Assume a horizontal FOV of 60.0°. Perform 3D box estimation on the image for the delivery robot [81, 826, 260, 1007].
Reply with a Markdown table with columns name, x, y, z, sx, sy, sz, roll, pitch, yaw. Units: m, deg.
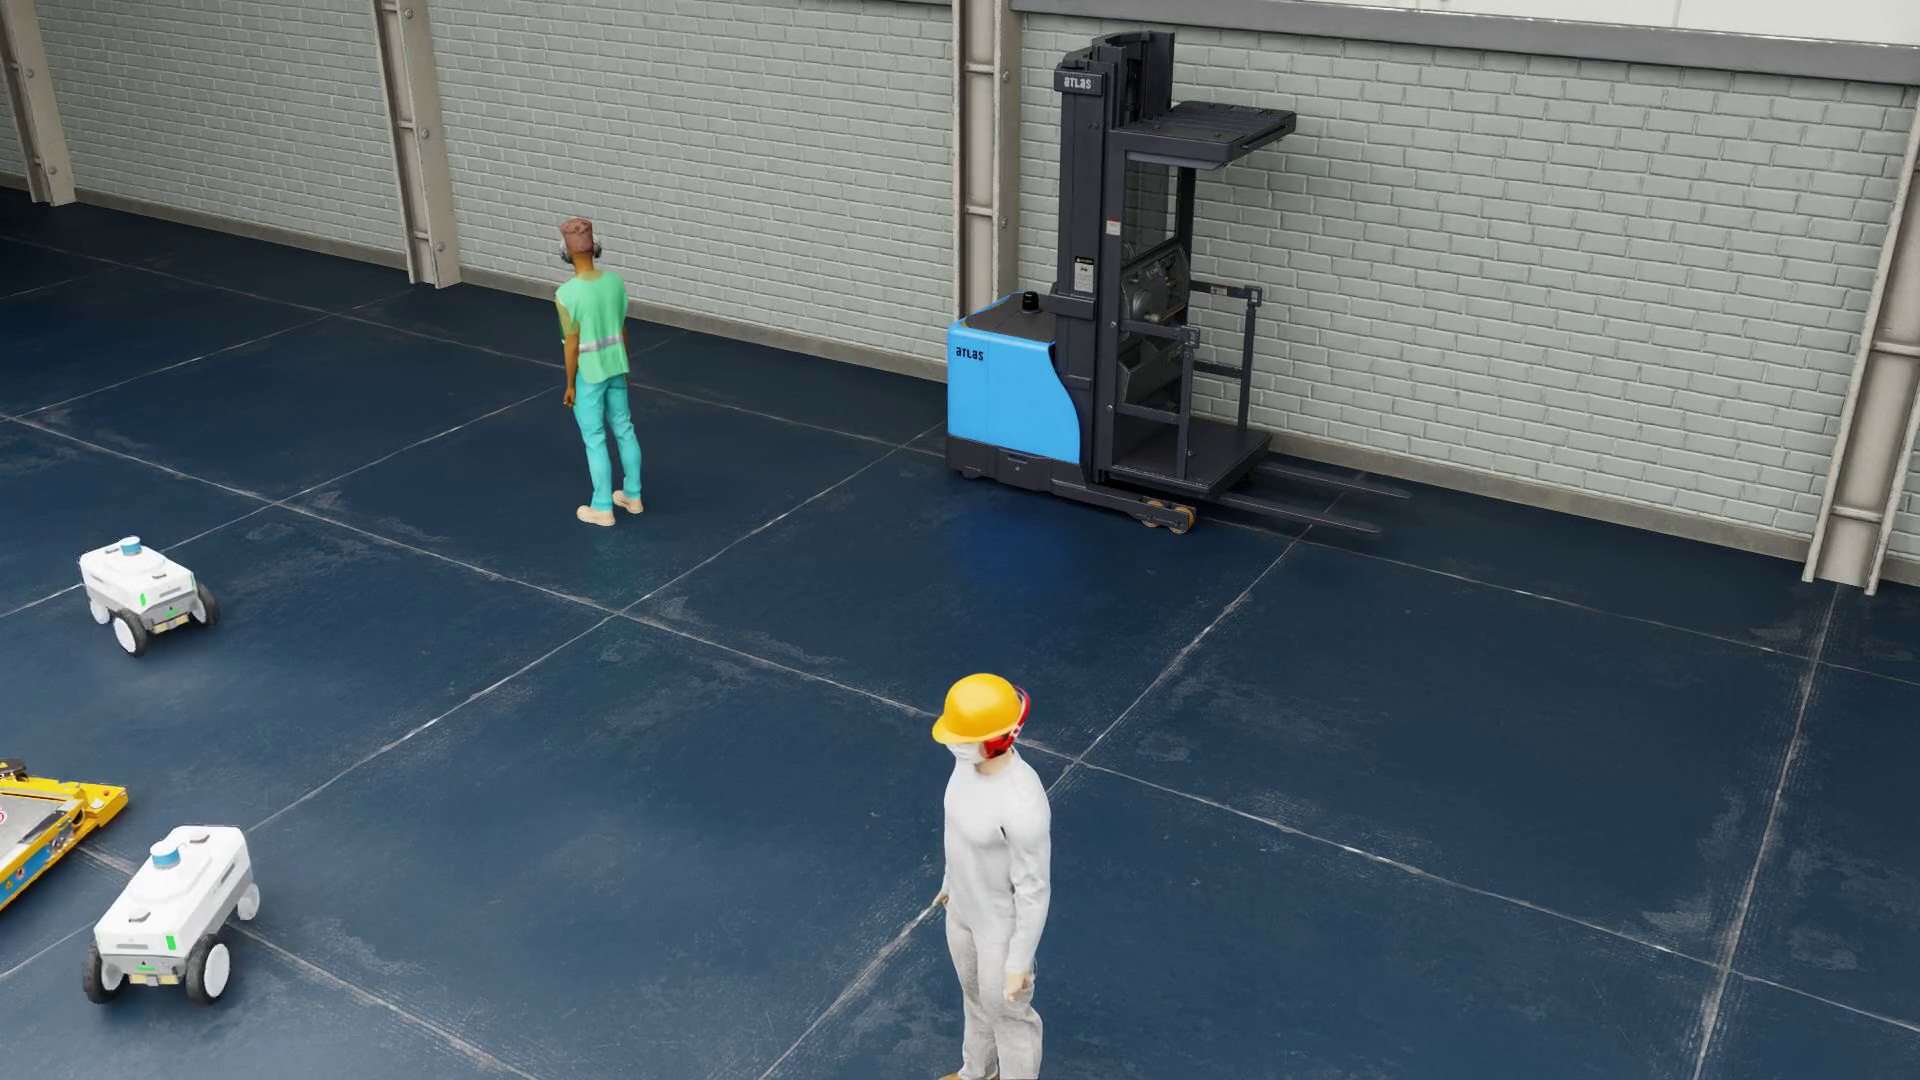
| name | x | y | z | sx | sy | sz | roll | pitch | yaw |
| --- | --- | --- | --- | --- | --- | --- | --- | --- | --- |
| delivery robot | -3.177 | 1.512 | 6.746 | 0.499 | 0.612 | 0.816 | 1 | 25 | 2 |

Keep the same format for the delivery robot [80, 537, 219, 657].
| name | x | y | z | sx | sy | sz | roll | pitch | yaw |
| --- | --- | --- | --- | --- | --- | --- | --- | --- | --- |
| delivery robot | -4.595 | 0.277 | 9.342 | 0.802 | 0.598 | 0.499 | 18 | 31 | 34 |

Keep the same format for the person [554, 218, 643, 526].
| name | x | y | z | sx | sy | sz | roll | pitch | yaw |
| --- | --- | --- | --- | --- | --- | --- | --- | --- | --- |
| person | -2.276 | -1.038 | 10.459 | 0.406 | 1.978 | 0.486 | 21 | 32 | 37 |

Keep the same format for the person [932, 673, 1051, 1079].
| name | x | y | z | sx | sy | sz | roll | pitch | yaw |
| --- | --- | --- | --- | --- | --- | --- | --- | --- | --- |
| person | 0.092 | 1.277 | 5.667 | 0.380 | 1.888 | 0.570 | -12 | 28 | -24 |

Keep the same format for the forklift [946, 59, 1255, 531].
| name | x | y | z | sx | sy | sz | roll | pitch | yaw |
| --- | --- | --- | --- | --- | --- | --- | --- | --- | --- |
| forklift | 0.933 | -1.707 | 10.833 | 1.873 | 2.768 | 1.129 | 15 | 29 | 28 |

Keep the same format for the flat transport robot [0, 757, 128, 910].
| name | x | y | z | sx | sy | sz | roll | pitch | yaw |
| --- | --- | --- | --- | --- | --- | --- | --- | --- | --- |
| flat transport robot | -4.362 | 1.436 | 7.221 | 0.659 | 0.231 | 1.431 | 4 | 26 | 9 |
